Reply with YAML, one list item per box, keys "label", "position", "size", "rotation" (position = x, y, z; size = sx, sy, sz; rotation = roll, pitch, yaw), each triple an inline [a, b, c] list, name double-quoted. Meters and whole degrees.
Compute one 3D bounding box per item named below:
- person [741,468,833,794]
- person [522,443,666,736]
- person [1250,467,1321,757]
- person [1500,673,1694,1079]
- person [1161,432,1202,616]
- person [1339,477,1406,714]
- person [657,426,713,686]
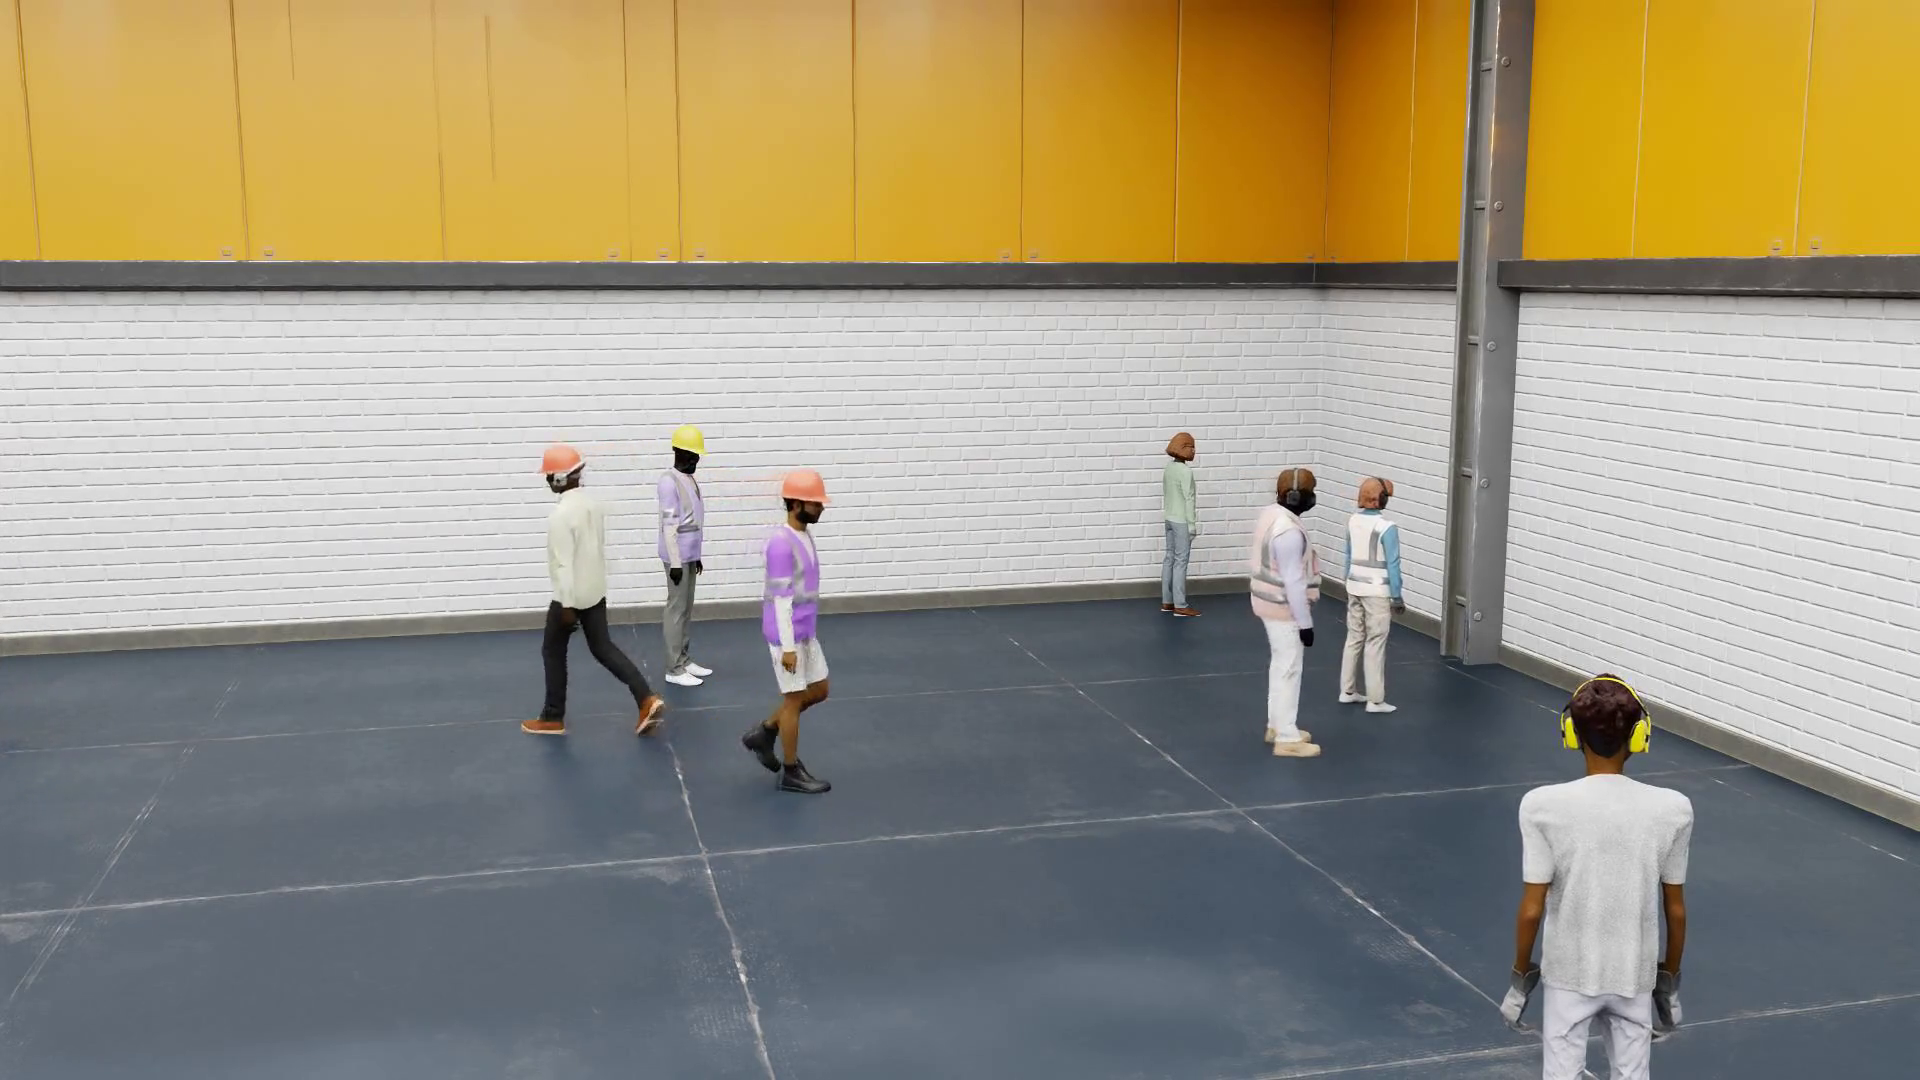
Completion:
- label: "person"
  position: [-0.992, 0.532, 9.685]
  size: [0.535, 1.922, 0.558]
  rotation: [2, 9, 14]
- label: "person"
  position: [-2.404, 0.338, 10.808]
  size: [0.963, 1.957, 0.626]
  rotation: [3, 10, 17]
- label: "person"
  position: [2.053, 0.453, 10.446]
  size: [0.447, 1.833, 0.664]
  rotation: [0, 9, 2]
- label: "person"
  position: [1.882, 1.320, 4.939]
  size: [0.518, 1.865, 0.330]
  rotation: [1, 9, 6]
- label: "person"
  position: [1.959, -0.143, 14.779]
  size: [0.289, 1.633, 0.499]
  rotation: [-3, 10, -19]
- label: "person"
  position: [2.842, 0.380, 11.529]
  size: [0.311, 1.634, 0.517]
  rotation: [-4, 10, -24]
- label: "person"
  position: [-2.035, 0.109, 12.326]
  size: [0.382, 1.917, 0.585]
  rotation: [1, 9, 6]
